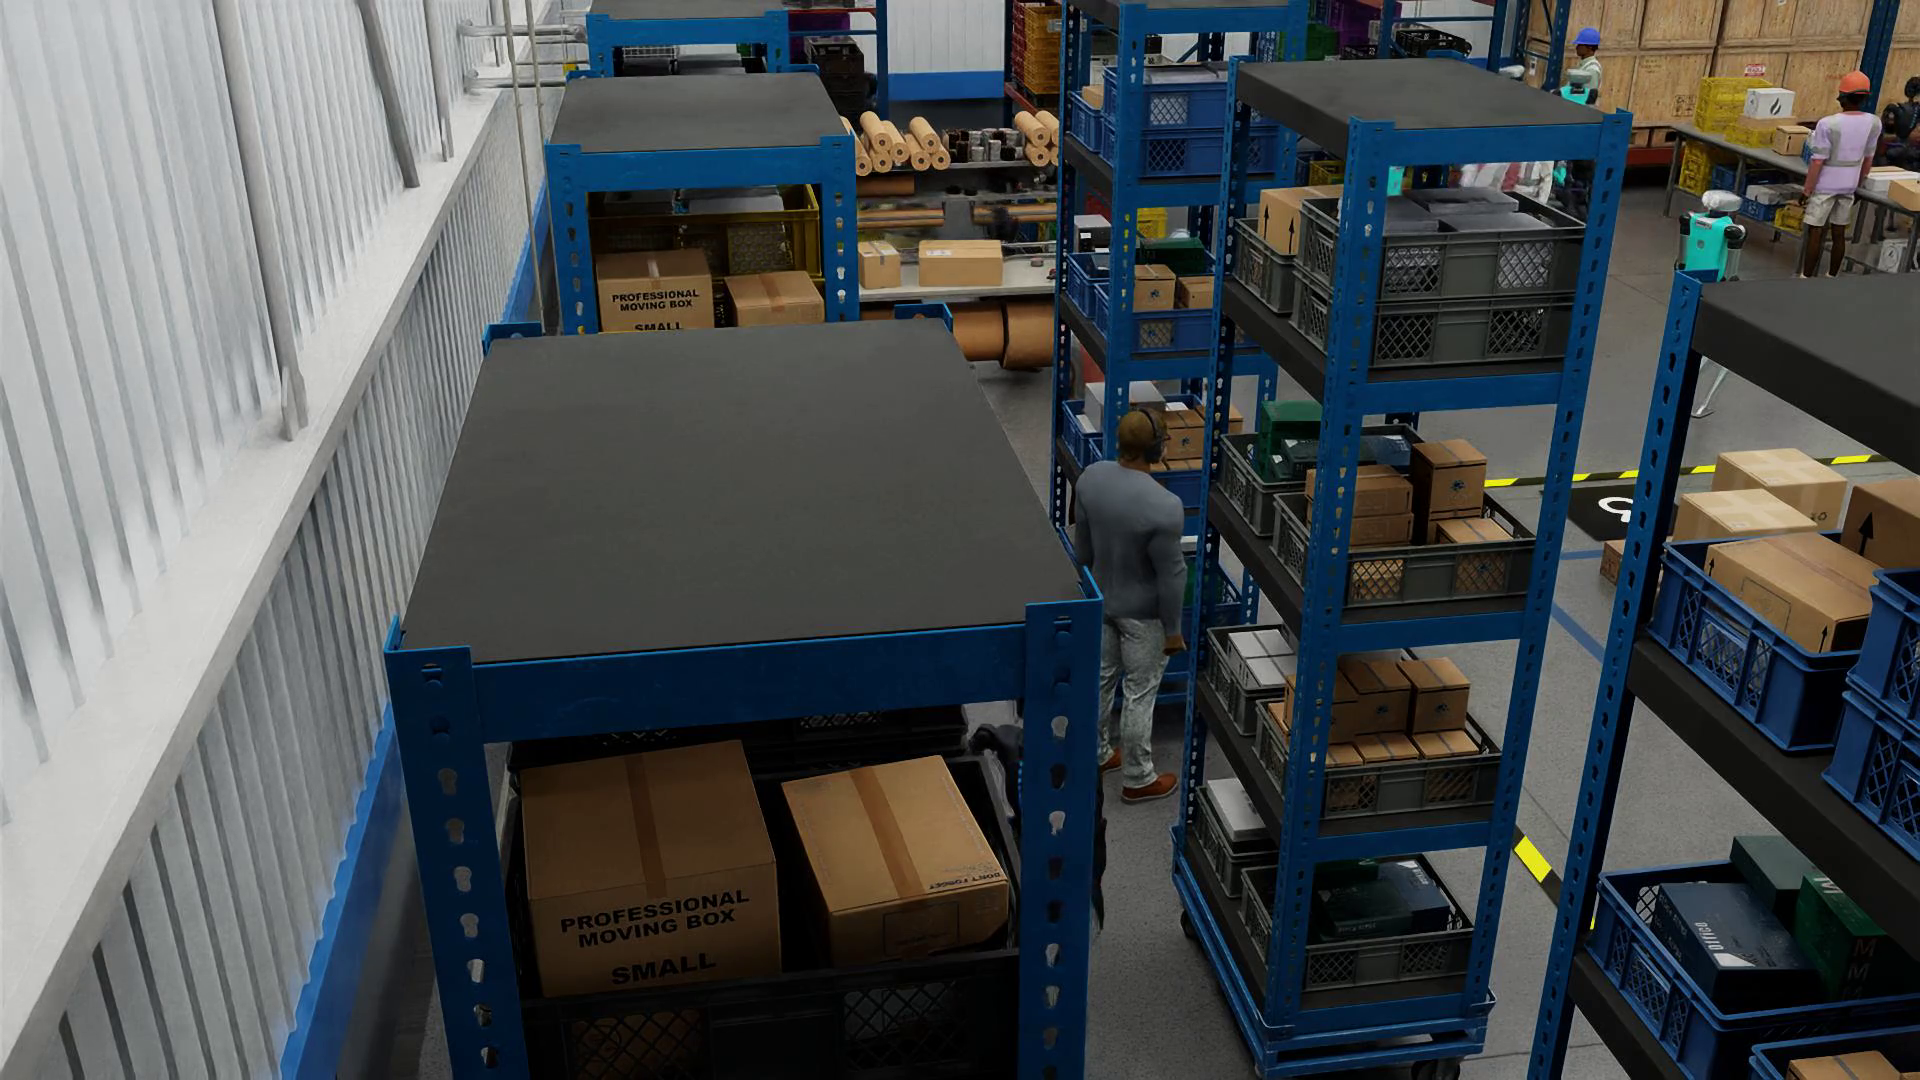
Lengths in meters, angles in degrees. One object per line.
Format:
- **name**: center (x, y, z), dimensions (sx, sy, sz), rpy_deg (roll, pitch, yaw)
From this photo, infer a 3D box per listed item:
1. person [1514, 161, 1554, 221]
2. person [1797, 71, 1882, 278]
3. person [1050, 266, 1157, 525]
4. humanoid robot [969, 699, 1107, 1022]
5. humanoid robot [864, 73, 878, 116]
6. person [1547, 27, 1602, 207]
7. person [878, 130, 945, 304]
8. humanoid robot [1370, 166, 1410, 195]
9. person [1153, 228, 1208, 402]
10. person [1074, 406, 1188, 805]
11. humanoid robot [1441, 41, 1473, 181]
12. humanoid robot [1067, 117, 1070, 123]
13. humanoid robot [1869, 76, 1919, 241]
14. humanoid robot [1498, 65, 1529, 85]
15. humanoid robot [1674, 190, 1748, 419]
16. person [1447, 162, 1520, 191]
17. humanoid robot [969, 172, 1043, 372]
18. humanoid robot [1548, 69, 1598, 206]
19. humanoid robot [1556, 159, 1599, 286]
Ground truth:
- **person**: center (4.995, -3.003, 14.891), dimensions (0.356, 1.887, 0.571), rpy_deg (-14, 28, -28)
- **person**: center (7.987, -3.240, 15.221), dimensions (0.606, 2.043, 0.376), rpy_deg (-3, 25, -7)
- **person**: center (0.834, -0.683, 9.754), dimensions (0.612, 1.964, 0.361), rpy_deg (0, 25, 1)
- **humanoid robot**: center (0.244, 1.181, 6.055), dimensions (0.600, 1.647, 0.449), rpy_deg (10, 26, 20)
- **humanoid robot**: center (-0.958, -4.120, 17.615), dimensions (0.584, 1.619, 0.784), rpy_deg (-21, 32, -38)
- **person**: center (6.868, -4.687, 18.479), dimensions (0.387, 1.948, 0.603), rpy_deg (3, 25, 7)
- **person**: center (-0.302, -2.508, 13.900), dimensions (0.743, 1.820, 0.634), rpy_deg (-14, 28, -27)
- **humanoid robot**: center (3.319, -2.547, 14.090), dimensions (0.814, 1.792, 0.564), rpy_deg (22, 33, 40)
- **person**: center (1.397, -1.110, 10.822), dimensions (0.587, 1.848, 0.396), rpy_deg (-4, 25, -8)
- **person**: center (0.787, 0.305, 7.638), dimensions (0.359, 1.937, 0.636), rpy_deg (-19, 31, -35)
- **humanoid robot**: center (5.773, -4.954, 19.364), dimensions (0.315, 1.657, 0.599), rpy_deg (7, 26, 15)
- **humanoid robot**: center (1.029, -4.481, 18.283), dimensions (0.772, 1.783, 0.530), rpy_deg (0, 25, 0)
- **humanoid robot**: center (9.667, -3.939, 17.179), dimensions (0.609, 1.650, 0.387), rpy_deg (0, 25, 0)
- **humanoid robot**: center (5.423, -4.123, 17.538), dimensions (0.919, 1.796, 0.549), rpy_deg (21, 32, 38)
- **humanoid robot**: center (5.569, -1.736, 12.158), dimensions (0.723, 1.673, 0.533), rpy_deg (-12, 27, -24)
- **person**: center (4.620, -2.952, 14.912), dimensions (0.648, 1.778, 0.416), rpy_deg (19, 31, 35)
- **humanoid robot**: center (0.275, -2.133, 13.309), dimensions (0.769, 1.634, 0.600), rpy_deg (8, 26, 16)
- **humanoid robot**: center (6.213, -3.781, 16.794), dimensions (0.530, 1.831, 0.705), rpy_deg (-6, 25, -13)
- **humanoid robot**: center (5.714, -3.095, 15.327), dimensions (0.609, 1.649, 0.371), rpy_deg (-21, 32, -38)
